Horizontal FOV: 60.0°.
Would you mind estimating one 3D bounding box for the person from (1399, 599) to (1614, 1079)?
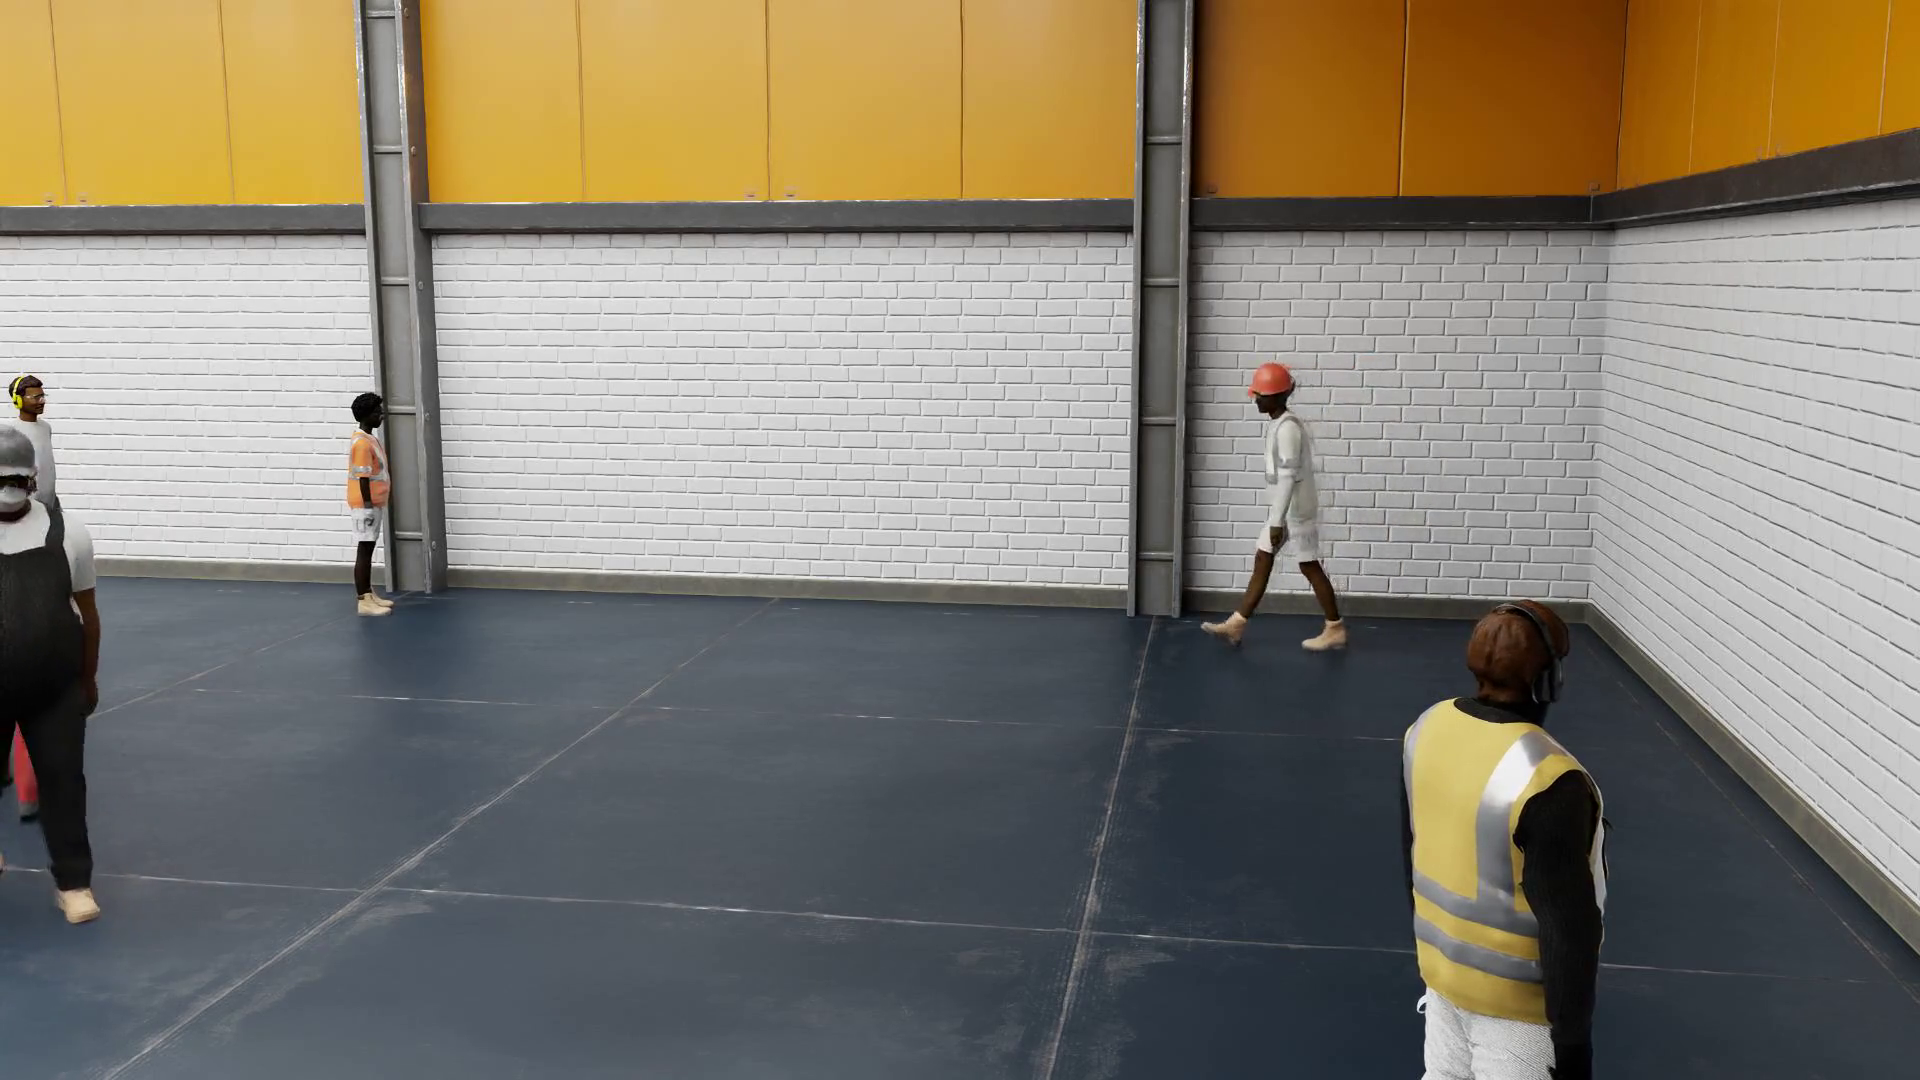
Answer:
[{"bbox_3d":[1.304,1.051,3.966,0.429,1.846,0.633,-3,10,-17],"label":"person"}]

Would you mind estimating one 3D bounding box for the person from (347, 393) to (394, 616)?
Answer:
[{"bbox_3d":[-4.472,-0.270,12.594,0.319,1.690,0.532,-3,10,-16],"label":"person"}]

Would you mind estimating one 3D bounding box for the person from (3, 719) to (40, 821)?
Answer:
[{"bbox_3d":[-4.624,0.448,8.077,0.556,1.716,0.918,-5,10,-26],"label":"person"}]

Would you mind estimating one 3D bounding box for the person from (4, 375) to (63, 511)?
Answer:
[{"bbox_3d":[-6.539,-0.229,11.788,0.328,1.872,0.510,1,9,4],"label":"person"}]

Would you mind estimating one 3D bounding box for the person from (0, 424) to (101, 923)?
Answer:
[{"bbox_3d":[-3.827,0.507,6.723,0.687,2.000,0.747,-7,12,-38],"label":"person"}]

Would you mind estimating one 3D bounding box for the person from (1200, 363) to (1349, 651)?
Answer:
[{"bbox_3d":[2.149,-0.209,11.293,1.084,1.976,0.622,0,9,-2],"label":"person"}]
